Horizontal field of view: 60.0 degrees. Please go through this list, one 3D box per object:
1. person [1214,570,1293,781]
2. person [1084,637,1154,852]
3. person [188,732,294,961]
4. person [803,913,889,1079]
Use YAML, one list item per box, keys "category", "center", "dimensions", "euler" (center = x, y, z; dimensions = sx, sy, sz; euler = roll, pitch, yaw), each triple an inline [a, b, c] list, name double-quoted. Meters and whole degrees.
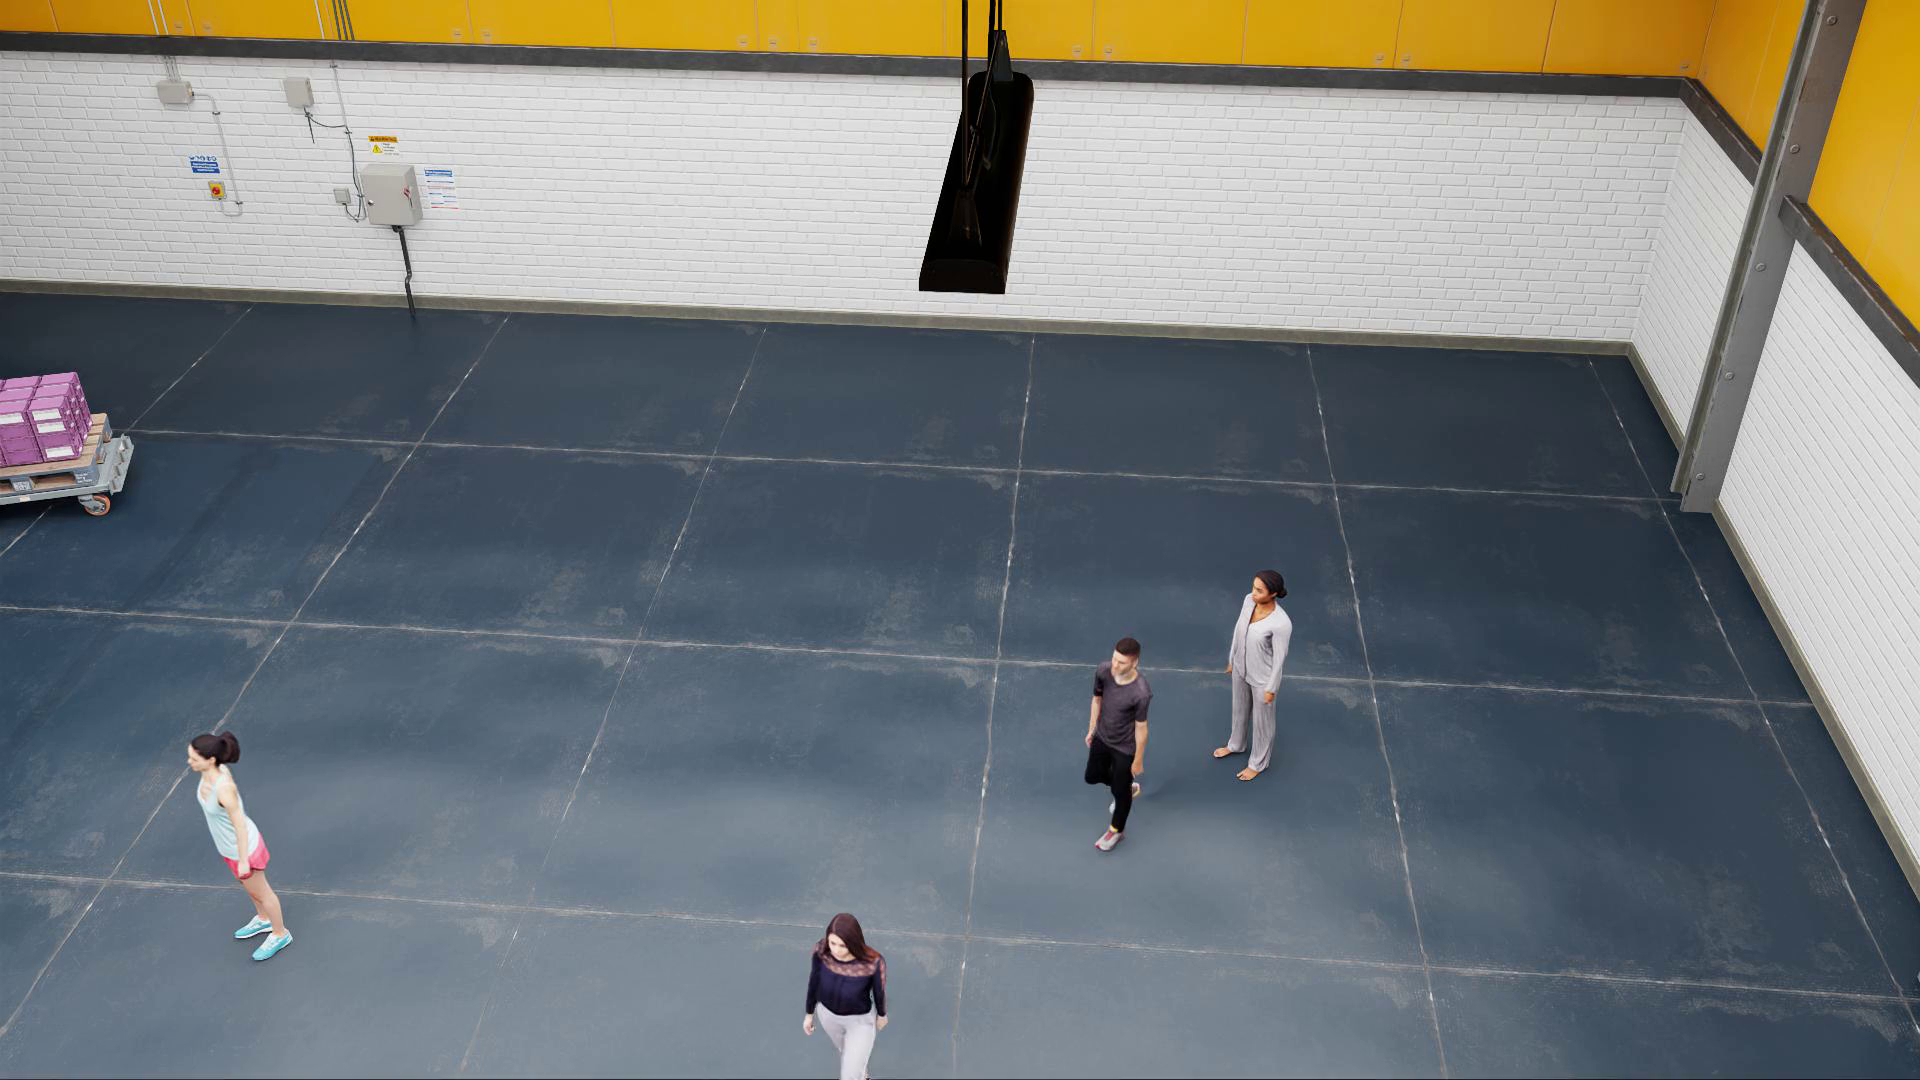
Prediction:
- category: "person"
  center: [2.152, 0.941, 12.028]
  dimensions: [0.775, 1.737, 0.687]
  euler: [-20, 38, -27]
- category: "person"
  center: [1.149, 1.346, 11.406]
  dimensions: [0.925, 1.749, 0.864]
  euler: [-26, 42, -33]
- category: "person"
  center: [-4.580, 1.924, 10.523]
  dimensions: [0.744, 1.764, 0.683]
  euler: [-25, 41, -32]
- category: "person"
  center: [-0.621, 2.692, 9.529]
  dimensions: [0.790, 1.586, 0.981]
  euler: [15, 36, 21]
